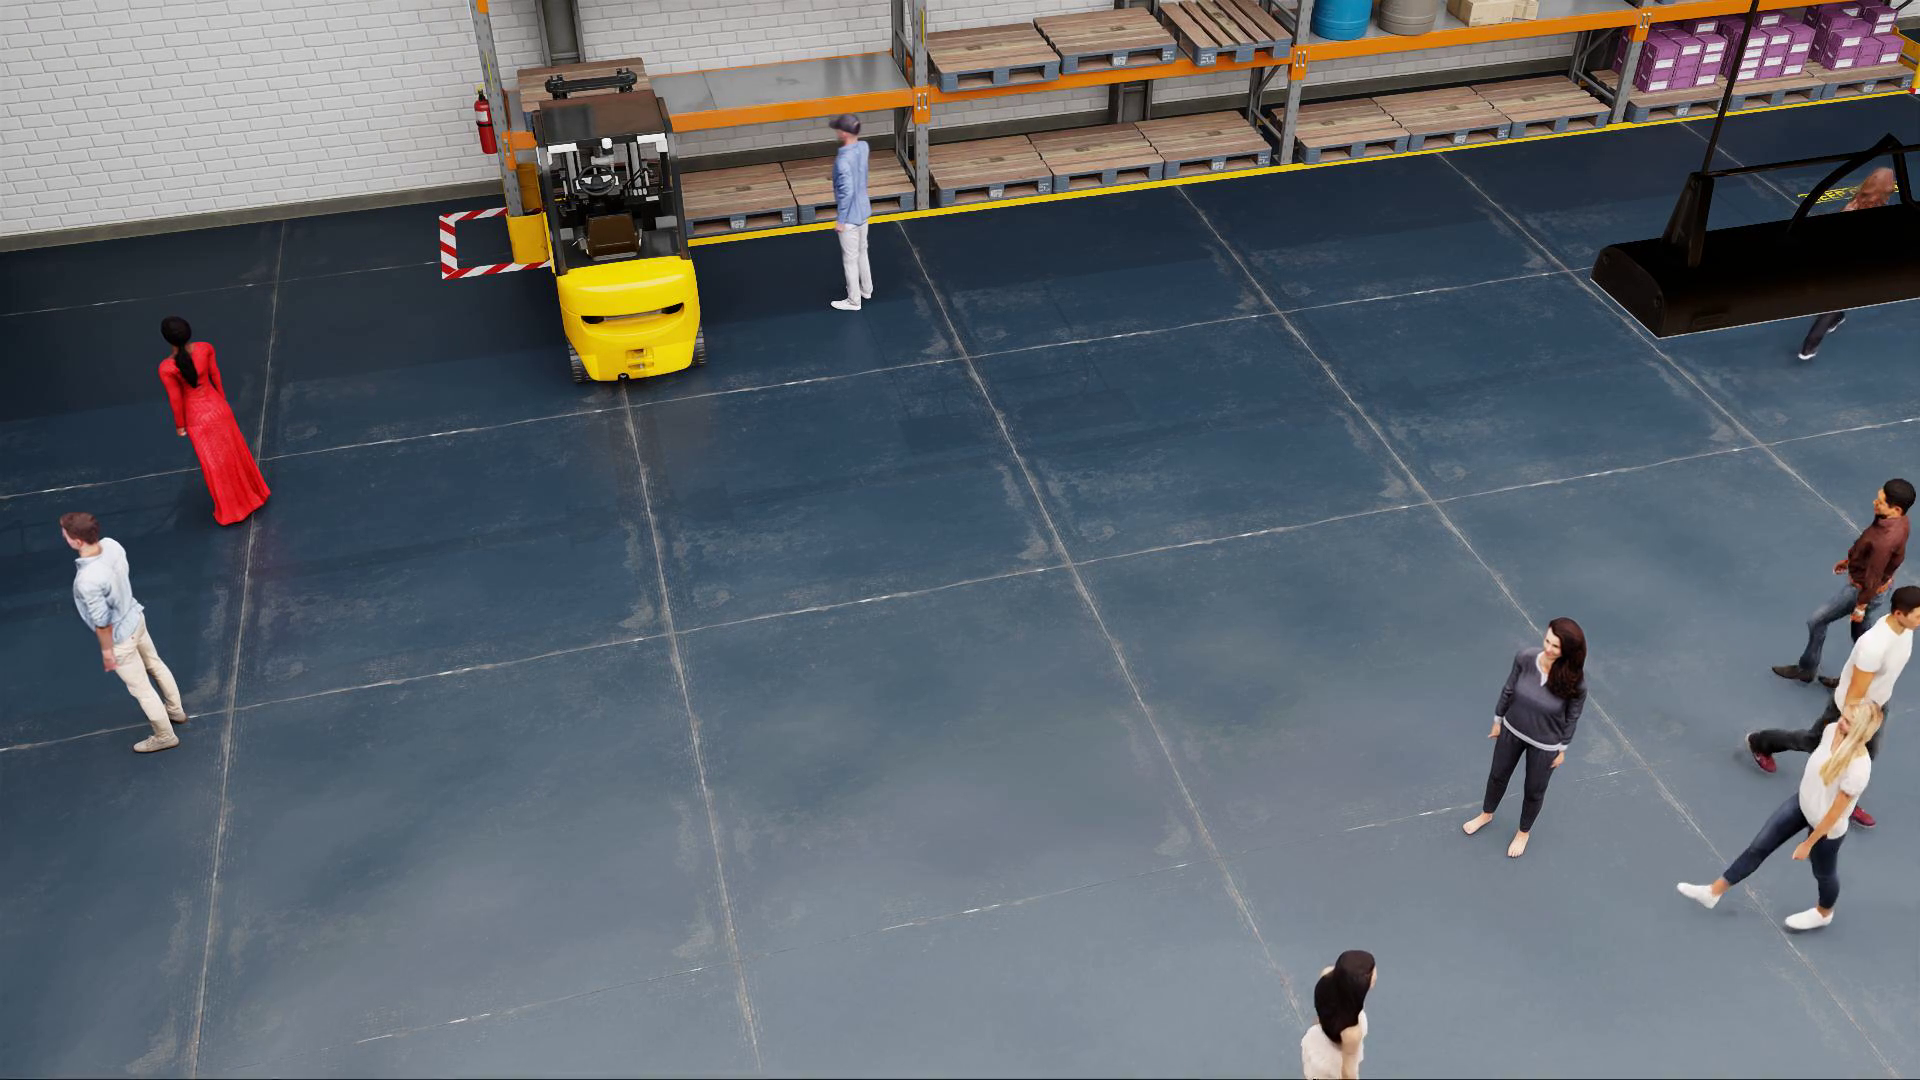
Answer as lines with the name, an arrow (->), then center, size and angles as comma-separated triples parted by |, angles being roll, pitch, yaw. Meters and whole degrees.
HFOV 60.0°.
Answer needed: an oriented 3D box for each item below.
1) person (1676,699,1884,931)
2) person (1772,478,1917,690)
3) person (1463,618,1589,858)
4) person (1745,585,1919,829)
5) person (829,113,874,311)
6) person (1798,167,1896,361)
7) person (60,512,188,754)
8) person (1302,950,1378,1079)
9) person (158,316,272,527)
person -> 4.922, 1.589, 9.357 | 1.189, 1.763, 0.820 | 0, 39, 0
person -> 6.021, 0.370, 10.891 | 0.930, 1.754, 0.876 | 29, 47, 31
person -> 3.403, 1.153, 9.899 | 0.692, 1.768, 0.717 | 26, 46, 29
person -> 5.399, 0.938, 10.178 | 1.149, 1.766, 0.996 | -25, 45, -28
person -> -0.966, -2.953, 14.946 | 0.779, 1.886, 0.742 | 15, 41, 18
person -> 7.629, -2.327, 14.315 | 1.235, 1.695, 0.962 | -31, 48, -33
person -> -5.316, 0.571, 10.564 | 0.620, 1.848, 0.691 | -2, 39, -3
person -> 1.728, 2.575, 8.155 | 0.709, 1.723, 0.637 | -4, 39, -5
person -> -5.641, -0.900, 12.466 | 0.792, 1.783, 0.730 | 20, 43, 24
